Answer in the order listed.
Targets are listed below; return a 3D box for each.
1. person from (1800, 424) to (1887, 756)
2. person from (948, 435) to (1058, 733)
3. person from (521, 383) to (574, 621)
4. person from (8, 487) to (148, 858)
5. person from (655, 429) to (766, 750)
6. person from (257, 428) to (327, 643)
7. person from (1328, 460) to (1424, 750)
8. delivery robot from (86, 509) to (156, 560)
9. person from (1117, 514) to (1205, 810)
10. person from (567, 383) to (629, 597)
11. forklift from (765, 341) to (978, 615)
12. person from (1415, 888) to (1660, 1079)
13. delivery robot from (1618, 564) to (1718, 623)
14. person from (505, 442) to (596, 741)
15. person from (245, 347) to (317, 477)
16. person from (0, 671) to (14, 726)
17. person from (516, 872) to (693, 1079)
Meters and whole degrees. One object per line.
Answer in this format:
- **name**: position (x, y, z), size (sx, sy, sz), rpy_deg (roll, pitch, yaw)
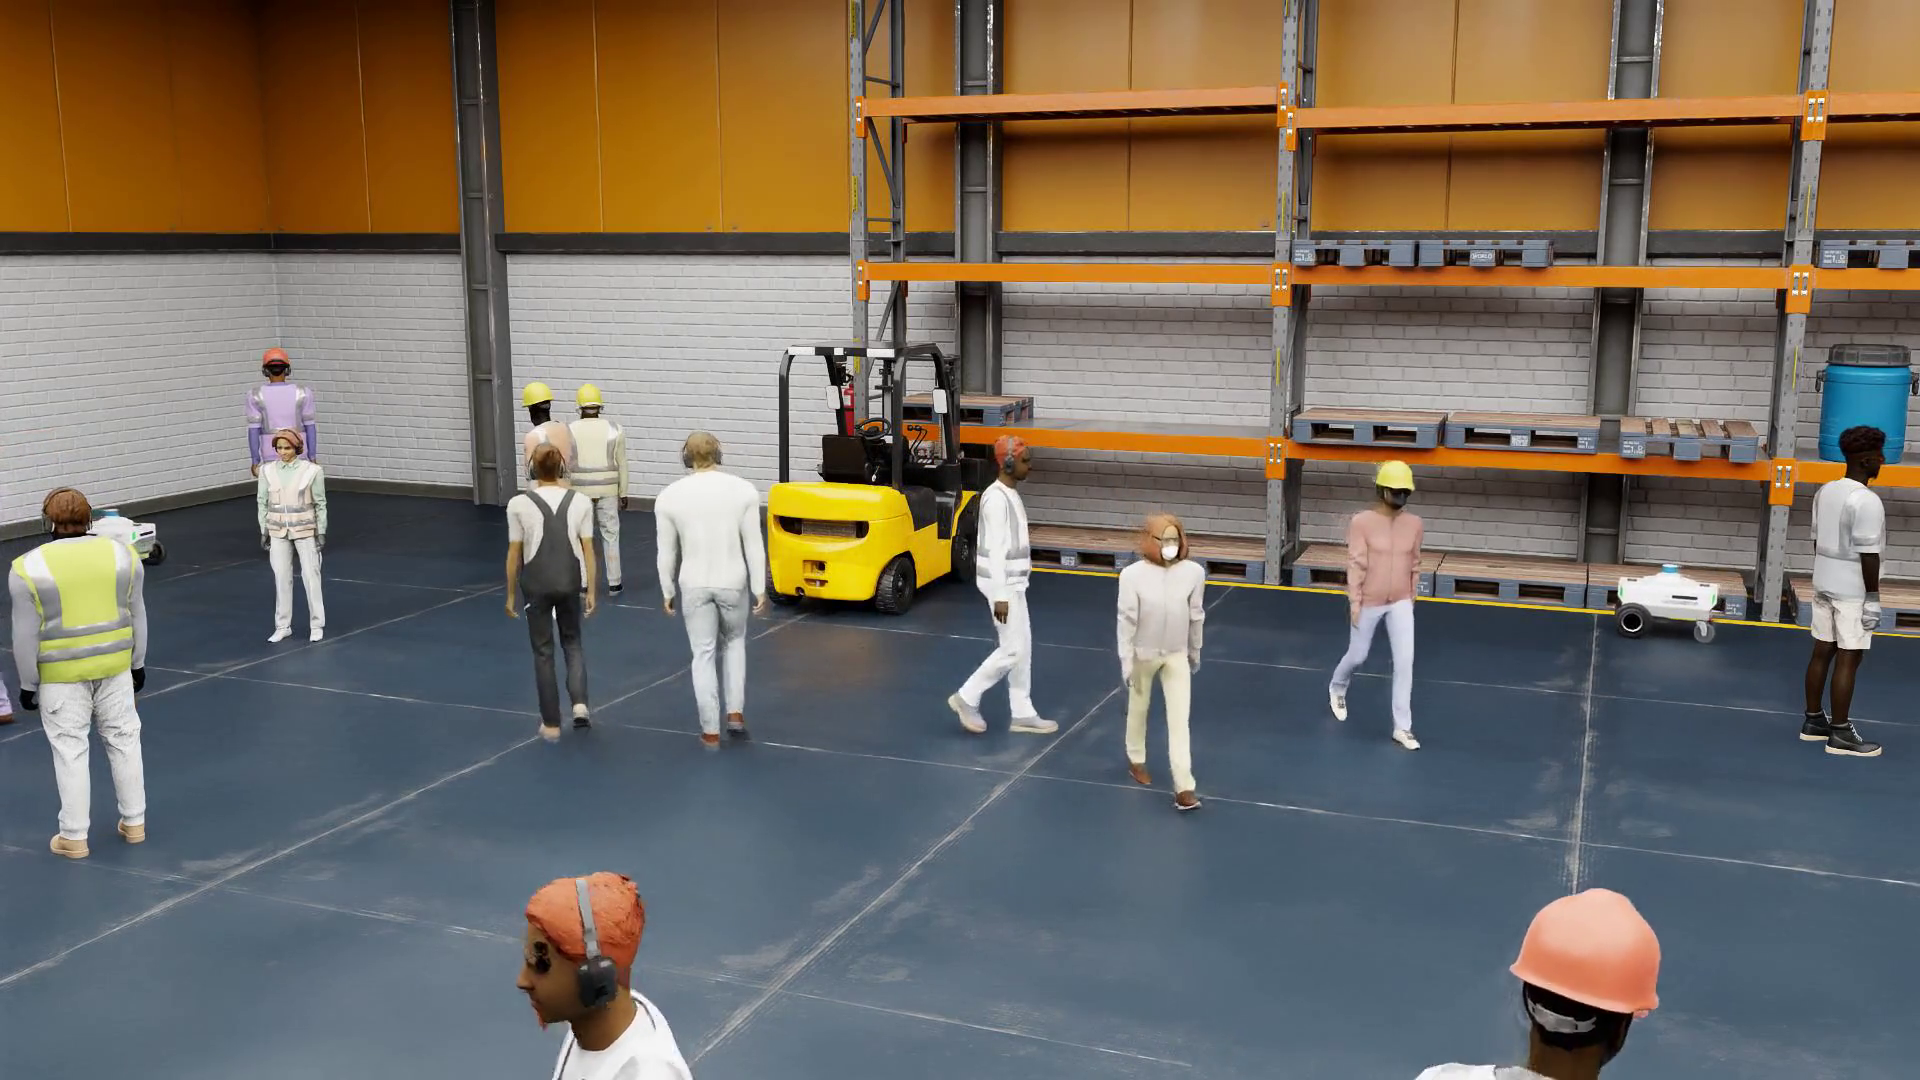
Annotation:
- **person**: position (5.292, 0.291, 9.905), size (0.367, 1.967, 0.606), rpy_deg (0, 10, -2)
- **person**: position (0.282, 0.291, 10.169), size (0.605, 1.870, 0.624), rpy_deg (2, 10, 13)
- **person**: position (-3.314, -0.301, 13.337), size (0.381, 1.919, 0.584), rpy_deg (3, 11, 16)
- **person**: position (-4.358, 0.650, 8.255), size (0.429, 1.844, 0.623), rpy_deg (9, 14, 42)
- **person**: position (-1.505, 0.288, 10.082), size (0.639, 1.908, 0.622), rpy_deg (-2, 10, -10)
- **person**: position (-5.064, -0.036, 12.640), size (0.511, 1.639, 0.308), rpy_deg (0, 10, -2)
- **person**: position (2.564, 0.350, 10.218), size (0.522, 1.733, 0.815), rpy_deg (-2, 10, -12)
- **delivery robot**: position (-7.855, -0.043, 15.437), size (0.707, 0.478, 0.477), rpy_deg (2, 10, 11)
- **person**: position (1.091, 0.640, 9.021), size (0.520, 1.576, 0.901), rpy_deg (-2, 10, -10)
- **person**: position (-3.135, -0.423, 14.243), size (0.599, 1.836, 0.404), rpy_deg (-3, 10, -14)
- **forklift**: position (-0.739, -0.602, 14.246), size (1.214, 2.155, 2.313), rpy_deg (4, 11, 21)
- **person**: position (1.059, 1.557, 2.998), size (0.412, 1.912, 0.537), rpy_deg (-9, 14, -42)
- **delivery robot**: position (5.447, 0.430, 12.802), size (0.707, 0.478, 0.477), rpy_deg (4, 11, 23)
- **person**: position (-2.499, 0.319, 10.143), size (0.530, 1.833, 0.393), rpy_deg (-5, 11, -27)
- **person**: position (-6.445, -0.812, 15.847), size (0.605, 2.040, 0.395), rpy_deg (-5, 11, -24)
- **person**: position (-6.332, 0.301, 10.137), size (0.902, 1.859, 0.670), rpy_deg (-6, 12, -32)
- **person**: position (-0.643, 1.539, 3.229), size (0.365, 1.879, 0.626), rpy_deg (-4, 11, -22)
